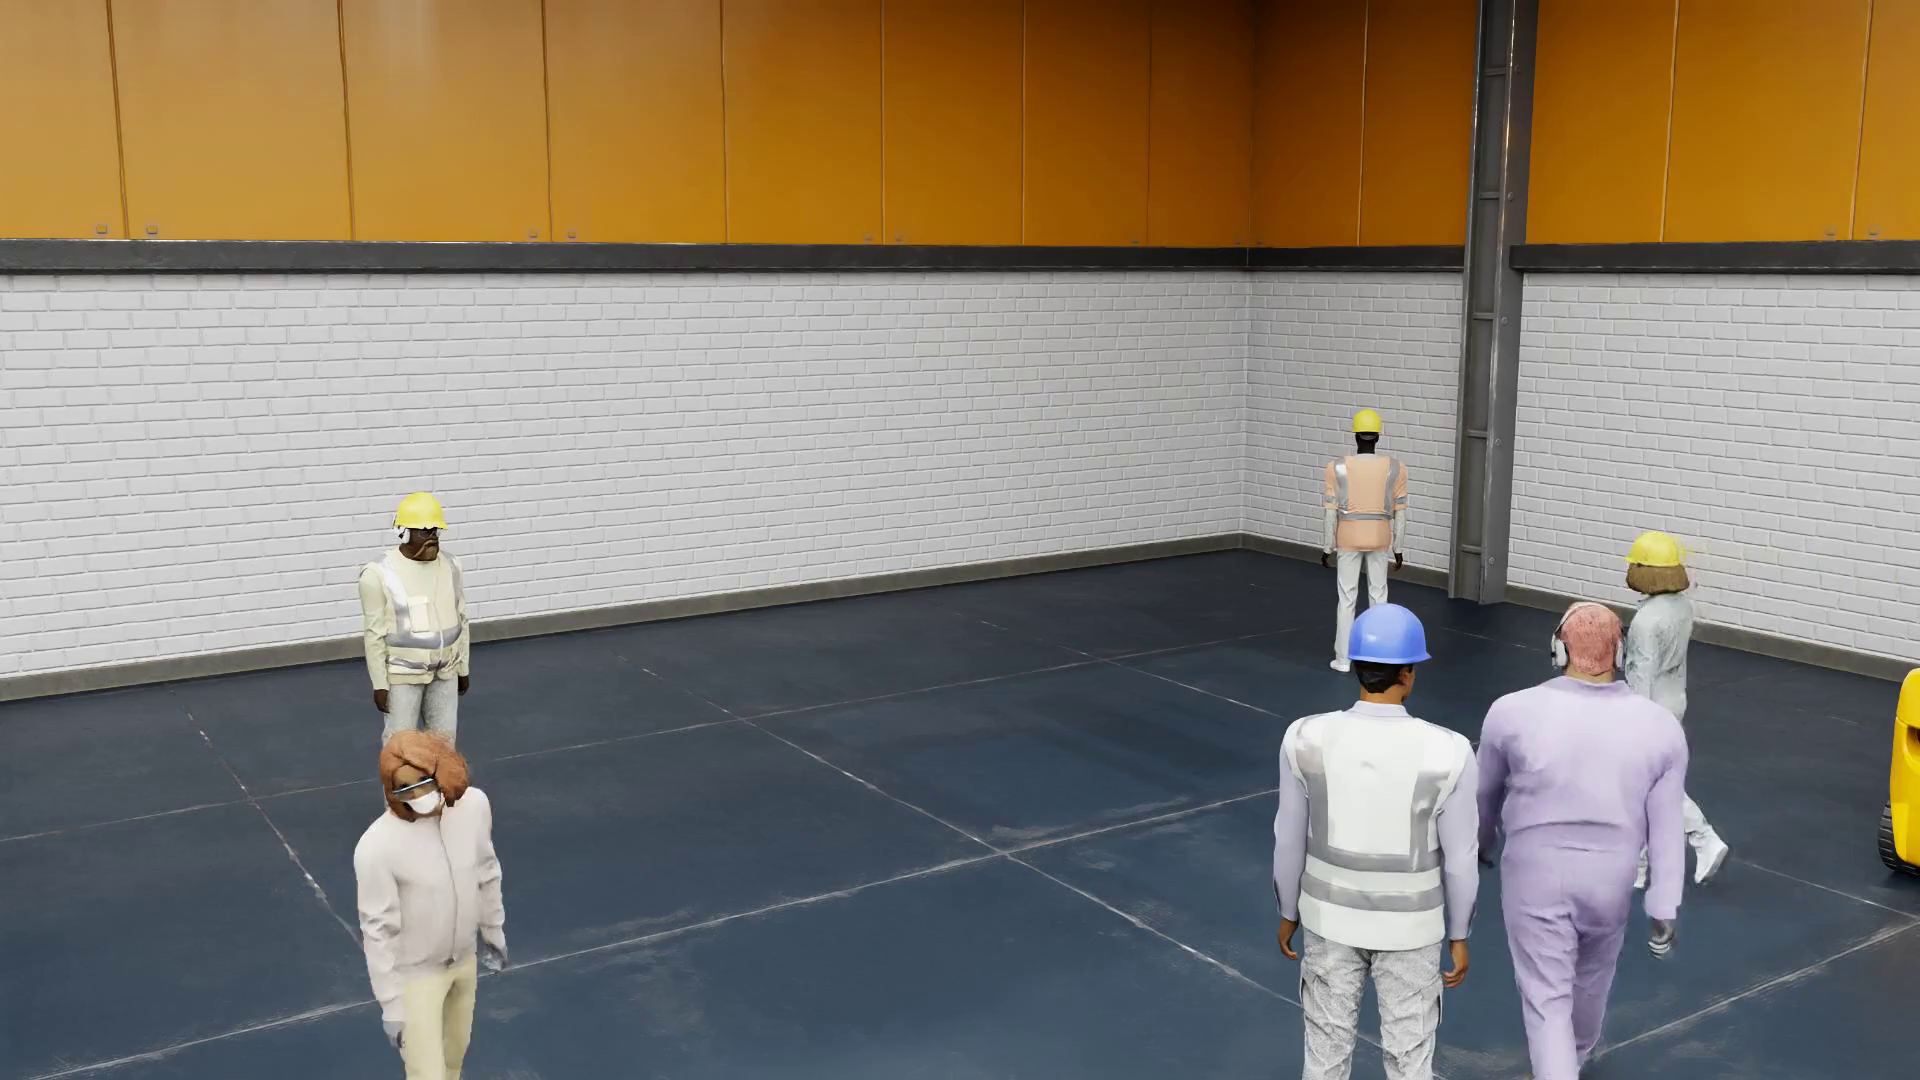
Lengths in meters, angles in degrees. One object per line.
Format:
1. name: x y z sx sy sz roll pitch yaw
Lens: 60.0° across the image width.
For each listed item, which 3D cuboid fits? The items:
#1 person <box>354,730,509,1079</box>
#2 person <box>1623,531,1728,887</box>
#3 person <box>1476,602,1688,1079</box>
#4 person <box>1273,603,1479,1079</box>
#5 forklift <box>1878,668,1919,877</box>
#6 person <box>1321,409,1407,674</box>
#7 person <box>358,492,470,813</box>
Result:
1. person: -1.634 1.327 5.155 0.429 1.595 0.581 5 11 27
2. person: 3.311 0.817 7.817 0.500 1.727 0.506 -8 13 -42
3. person: 2.055 1.115 5.668 0.648 1.844 1.020 1 9 6
4. person: 1.269 1.159 5.113 0.608 1.943 0.402 4 10 22
5. forklift: 5.511 0.571 7.906 2.313 2.155 1.214 -6 11 -33
6. person: 2.916 0.018 12.041 0.595 1.923 0.374 1 9 5
7. person: -2.750 0.659 8.504 0.403 1.825 0.595 8 12 39
